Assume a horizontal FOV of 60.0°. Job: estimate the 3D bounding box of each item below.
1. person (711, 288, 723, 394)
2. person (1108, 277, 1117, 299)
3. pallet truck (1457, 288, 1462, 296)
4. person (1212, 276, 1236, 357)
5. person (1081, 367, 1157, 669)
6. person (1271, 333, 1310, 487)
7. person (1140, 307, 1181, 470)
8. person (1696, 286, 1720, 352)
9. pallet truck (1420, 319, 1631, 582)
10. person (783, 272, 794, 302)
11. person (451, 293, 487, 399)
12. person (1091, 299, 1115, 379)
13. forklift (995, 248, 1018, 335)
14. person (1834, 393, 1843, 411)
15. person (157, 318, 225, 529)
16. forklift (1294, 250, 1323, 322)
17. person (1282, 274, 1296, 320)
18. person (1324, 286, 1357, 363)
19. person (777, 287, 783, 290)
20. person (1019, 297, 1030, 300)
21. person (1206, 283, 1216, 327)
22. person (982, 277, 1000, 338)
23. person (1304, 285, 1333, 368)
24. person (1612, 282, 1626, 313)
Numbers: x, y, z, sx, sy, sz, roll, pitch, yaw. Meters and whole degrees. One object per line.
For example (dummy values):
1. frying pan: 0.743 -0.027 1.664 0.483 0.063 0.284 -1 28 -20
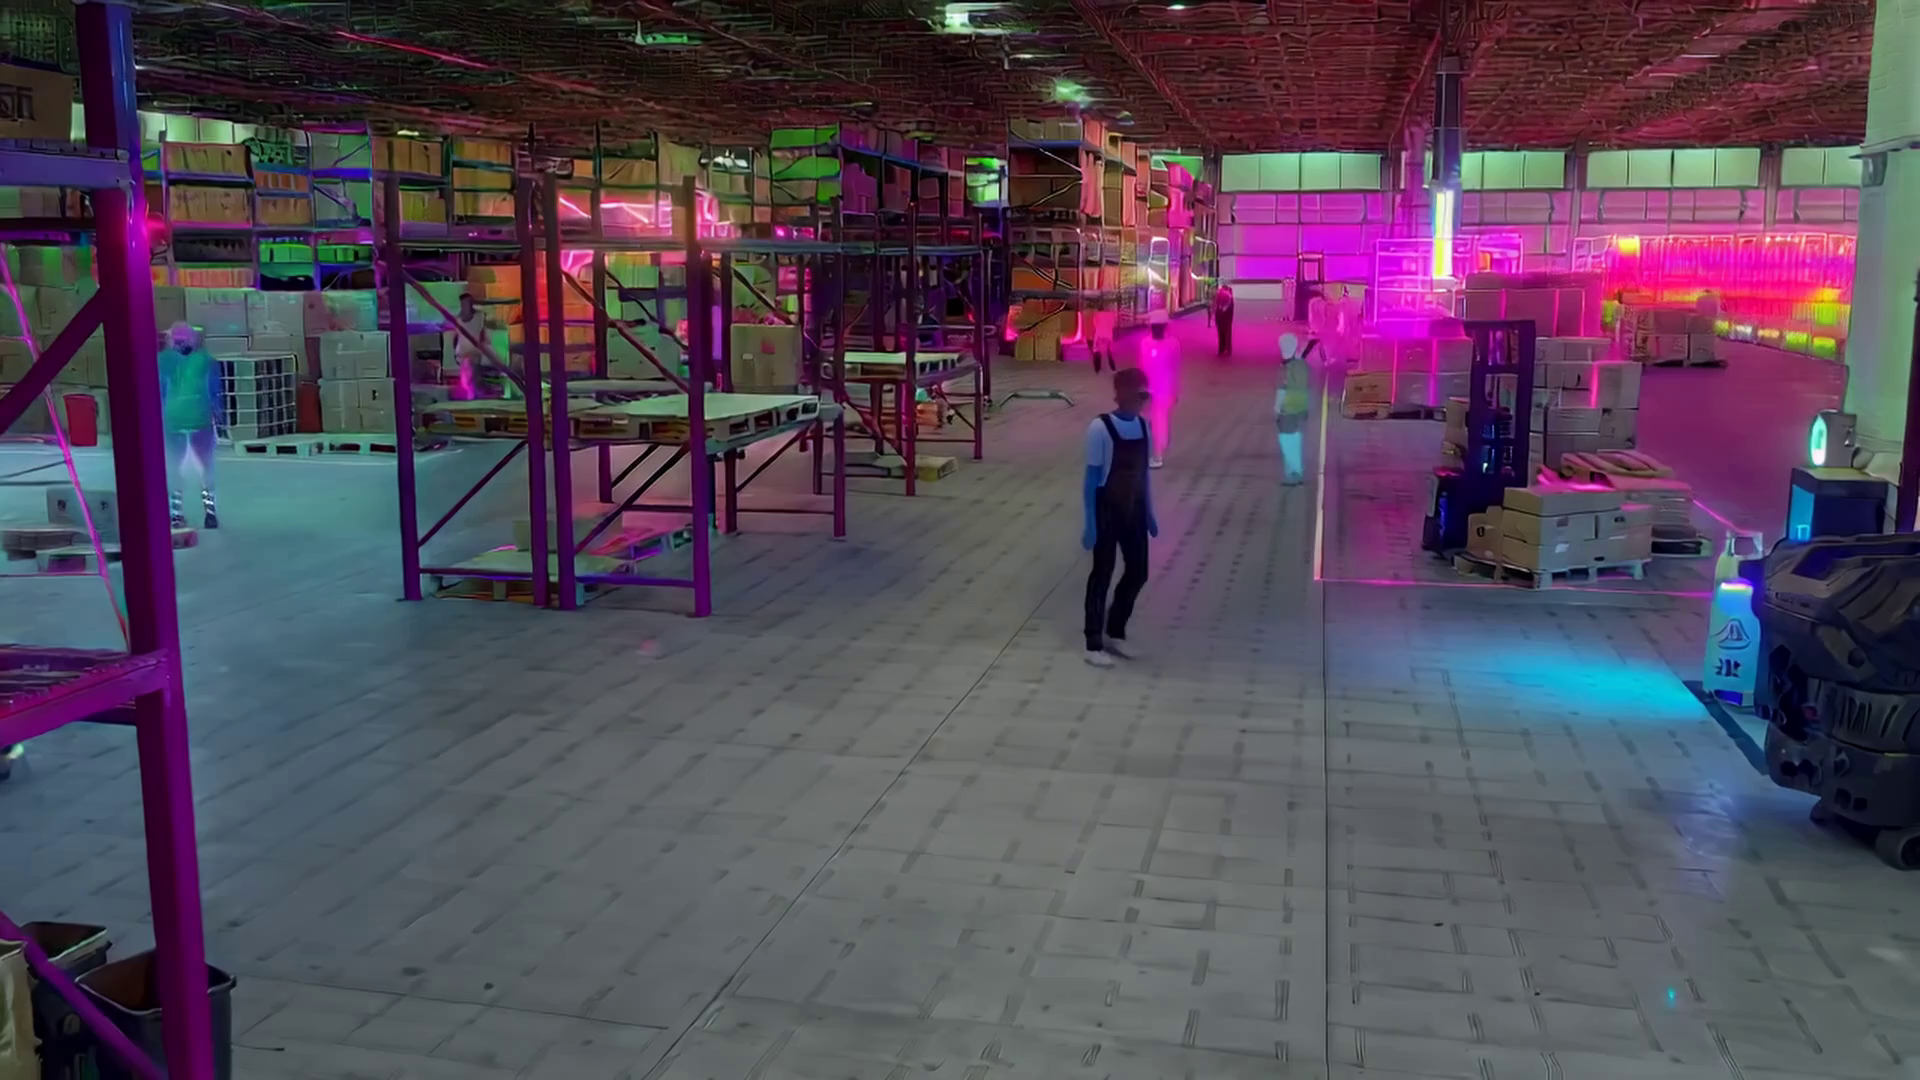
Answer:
1. person: -4.432 -3.662 30.633 0.428 1.948 0.652 9 13 43
2. person: 7.907 -13.076 86.767 0.643 1.829 0.440 2 10 11
3. pallet truck: 20.506 -9.785 68.819 0.653 1.274 1.630 2 10 12
4. person: 6.689 -5.693 42.401 0.537 2.000 0.675 9 13 44
5. person: 0.973 -0.143 10.158 0.557 1.842 0.354 -8 12 -40
6. person: 3.637 -1.411 18.125 0.599 1.675 0.461 -9 13 -44
7. person: 2.360 -1.783 19.626 0.590 1.912 0.471 8 13 41
8. person: 19.330 -5.667 42.986 0.589 1.796 0.896 2 10 11
9. pallet truck: 4.543 -0.757 13.299 0.823 1.965 1.885 -4 10 -22
10. person: -7.659 -11.009 74.228 0.580 1.919 0.530 0 10 2
11. person: -8.038 -3.074 27.255 0.596 1.916 0.373 1 10 7
12. person: 3.020 -4.191 34.642 0.539 1.657 0.861 -4 10 -21
13. forklift: 1.794 -8.083 54.069 1.129 2.768 1.873 2 10 12
14. person: 6.588 -0.458 12.145 0.692 1.797 0.638 8 12 39
15. person: -7.101 -1.066 15.307 0.633 1.936 0.355 -3 10 -16
16. forklift: 13.778 -10.002 65.433 1.129 2.768 1.873 2 10 12
17. person: 13.464 -9.939 68.008 0.633 1.885 1.024 5 11 27
18. person: 9.164 -5.180 39.975 0.914 1.829 0.558 6 11 32
19. person: -6.610 -8.957 61.764 0.686 2.024 0.636 2 10 11
20. person: 2.165 -7.465 53.911 0.540 1.696 0.315 -5 11 -27
21. person: 9.164 -8.583 60.790 0.346 1.611 0.508 -6 11 -31
22. person: 0.979 -7.341 52.582 0.642 1.901 0.401 -5 11 -25
23. person: 8.177 -4.879 38.069 0.973 1.884 0.535 -4 10 -22
24. person: 23.639 -8.430 59.652 0.546 1.681 0.596 -1 10 -7
